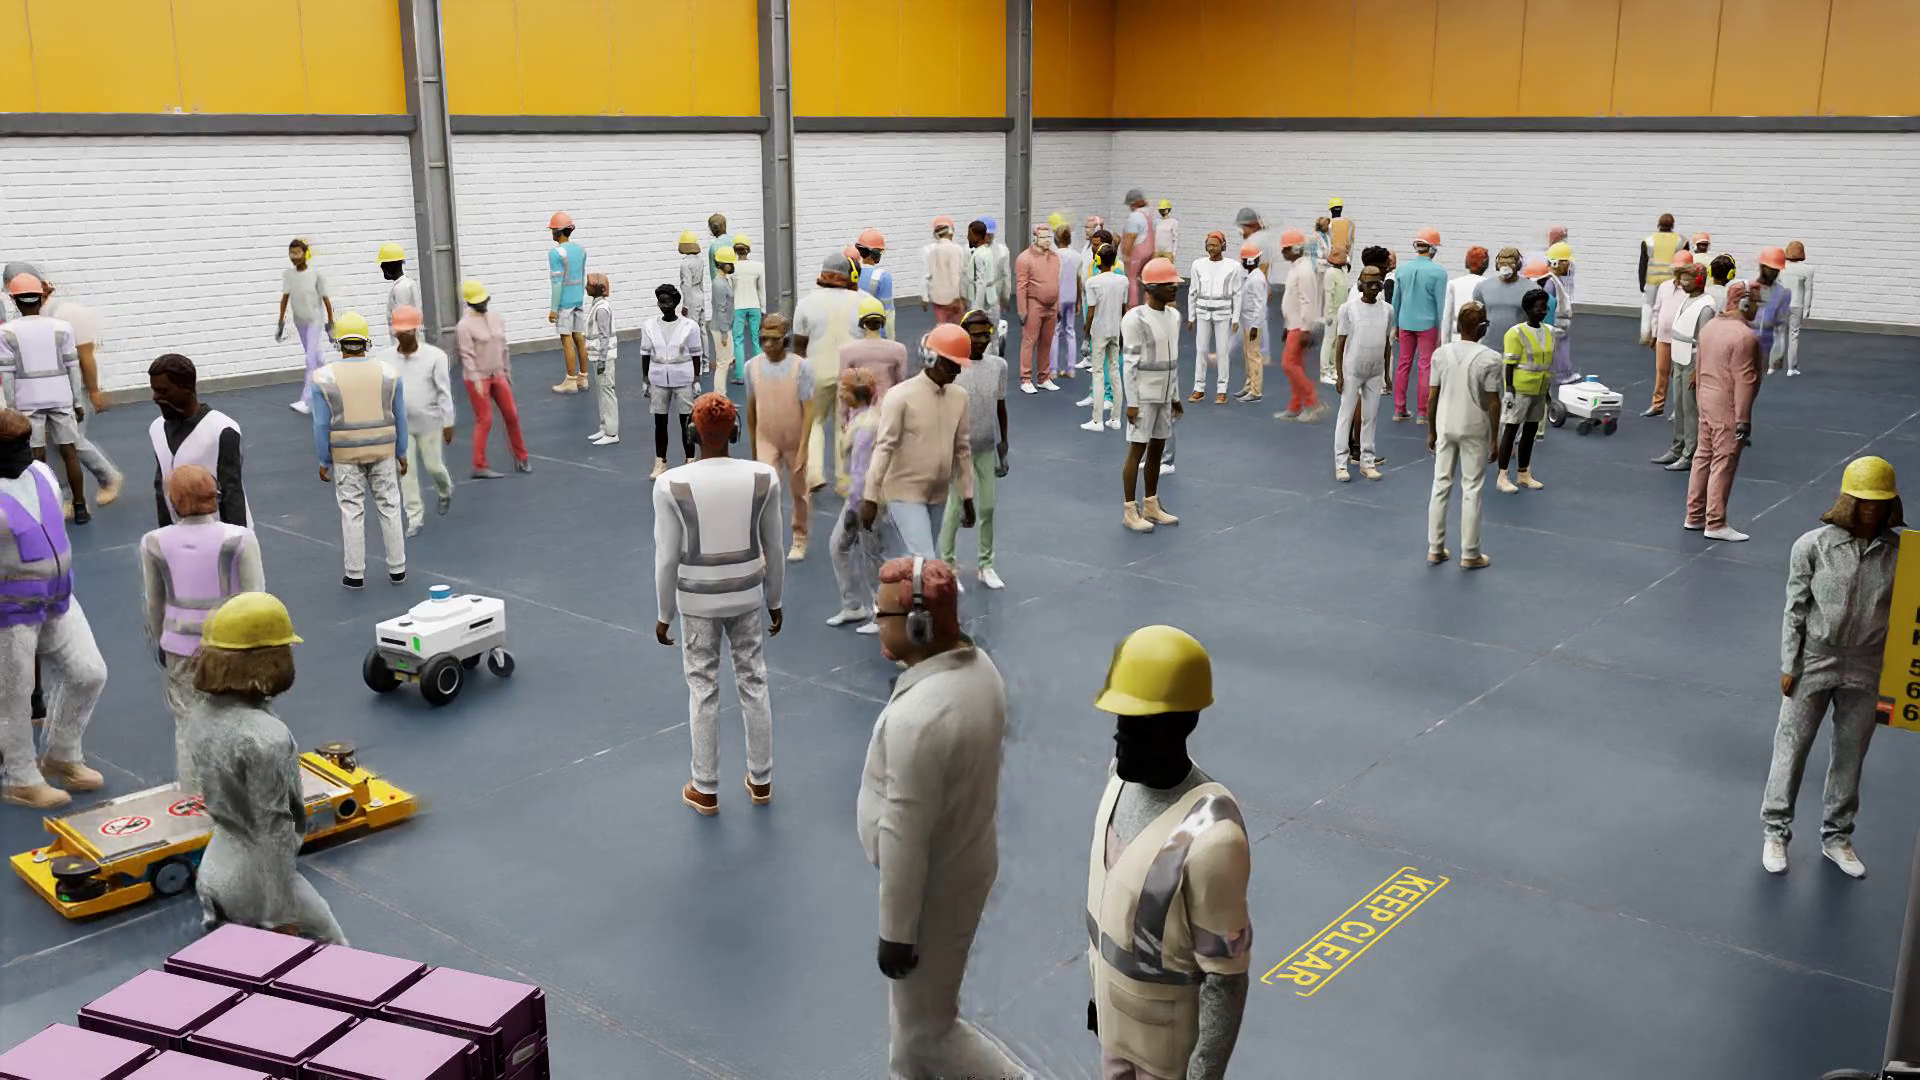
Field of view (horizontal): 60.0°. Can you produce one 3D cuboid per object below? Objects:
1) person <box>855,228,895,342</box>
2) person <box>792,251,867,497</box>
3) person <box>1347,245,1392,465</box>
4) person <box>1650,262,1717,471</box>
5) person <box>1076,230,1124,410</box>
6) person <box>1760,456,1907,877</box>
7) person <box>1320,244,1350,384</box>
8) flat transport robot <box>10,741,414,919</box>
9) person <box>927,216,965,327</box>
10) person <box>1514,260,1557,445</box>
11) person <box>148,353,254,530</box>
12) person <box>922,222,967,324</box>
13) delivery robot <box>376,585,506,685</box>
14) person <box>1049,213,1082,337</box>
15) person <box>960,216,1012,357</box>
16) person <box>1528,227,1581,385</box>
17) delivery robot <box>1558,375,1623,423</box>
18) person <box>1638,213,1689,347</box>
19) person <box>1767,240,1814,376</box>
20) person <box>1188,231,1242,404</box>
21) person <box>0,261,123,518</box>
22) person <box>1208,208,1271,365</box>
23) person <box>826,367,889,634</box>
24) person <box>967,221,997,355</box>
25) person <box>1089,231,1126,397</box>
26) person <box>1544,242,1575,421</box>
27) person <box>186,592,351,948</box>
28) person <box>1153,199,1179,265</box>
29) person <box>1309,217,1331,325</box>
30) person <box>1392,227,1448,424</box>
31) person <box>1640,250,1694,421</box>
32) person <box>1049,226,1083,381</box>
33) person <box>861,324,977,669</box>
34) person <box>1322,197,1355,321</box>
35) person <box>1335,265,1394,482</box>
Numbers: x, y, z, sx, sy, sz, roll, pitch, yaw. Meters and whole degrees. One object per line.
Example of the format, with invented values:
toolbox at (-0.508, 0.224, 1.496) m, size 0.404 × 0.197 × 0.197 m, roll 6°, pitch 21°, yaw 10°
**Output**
person at (-0.853, -1.962, 16.011) m, size 0.616 × 2.041 × 0.379 m, roll 10°, pitch 17°, yaw 35°
person at (-1.026, -1.371, 13.654) m, size 0.707 × 2.000 × 0.544 m, roll -3°, pitch 14°, yaw -11°
person at (3.661, -1.661, 14.978) m, size 0.361 × 1.955 × 0.613 m, roll -2°, pitch 14°, yaw -6°
person at (6.451, -1.526, 14.685) m, size 0.390 × 1.838 × 0.563 m, roll 1°, pitch 14°, yaw 4°
person at (1.534, -2.360, 17.852) m, size 0.392 × 1.919 × 0.593 m, roll -8°, pitch 16°, yaw -28°
person at (3.560, 0.517, 6.709) m, size 0.483 × 1.745 × 0.305 m, roll 2°, pitch 14°, yaw 8°
person at (4.447, -2.669, 19.660) m, size 0.278 × 1.636 × 0.505 m, roll 9°, pitch 17°, yaw 33°
flat transport robot at (-3.133, 1.185, 7.025) m, size 0.652 × 0.197 × 1.431 m, roll 13°, pitch 19°, yaw 42°
person at (-0.135, -2.878, 19.882) m, size 0.632 × 1.932 × 0.689 m, roll -13°, pitch 19°, yaw -41°
person at (5.454, -1.785, 15.889) m, size 0.341 × 1.750 × 0.566 m, roll 12°, pitch 18°, yaw 40°
person at (-3.856, -0.010, 8.496) m, size 0.602 × 1.906 × 0.411 m, roll 7°, pitch 16°, yaw 27°
person at (-0.156, -2.994, 20.472) m, size 0.605 × 1.877 × 0.527 m, roll -7°, pitch 16°, yaw -25°
delivery robot at (-2.813, 0.488, 9.045) m, size 0.477 × 0.478 × 0.707 m, roll 7°, pitch 16°, yaw 27°
person at (1.469, -3.765, 23.743) m, size 0.669 × 1.789 × 0.406 m, roll -9°, pitch 17°, yaw -33°
person at (0.307, -2.968, 20.262) m, size 0.685 × 1.936 × 0.465 m, roll -3°, pitch 14°, yaw -12°
person at (6.880, -2.699, 19.341) m, size 0.983 × 1.866 × 0.663 m, roll -9°, pitch 17°, yaw -32°
delivery robot at (6.287, -1.399, 16.586) m, size 0.477 × 0.478 × 0.707 m, roll -3°, pitch 14°, yaw -10°
person at (9.686, -3.583, 22.954) m, size 0.632 × 1.815 × 0.782 m, roll 6°, pitch 15°, yaw 21°
person at (10.097, -2.820, 20.263) m, size 0.502 × 1.636 × 0.280 m, roll 10°, pitch 17°, yaw 35°
person at (2.778, -2.430, 18.212) m, size 0.583 × 1.877 × 0.337 m, roll 6°, pitch 15°, yaw 23°
person at (-6.991, -1.174, 12.865) m, size 0.747 × 2.000 × 0.608 m, roll 5°, pitch 15°, yaw 19°
person at (3.530, -3.204, 20.977) m, size 0.990 × 2.000 × 0.685 m, roll 0°, pitch 14°, yaw 0°
person at (-0.632, -0.221, 9.899) m, size 0.562 × 1.616 × 0.531 m, roll -2°, pitch 14°, yaw -7°
person at (0.243, -2.777, 19.522) m, size 0.384 × 1.917 × 0.596 m, roll 1°, pitch 14°, yaw 5°
person at (1.682, -2.540, 18.720) m, size 0.345 × 1.847 × 0.504 m, roll -3°, pitch 14°, yaw -10°
person at (6.107, -2.155, 17.215) m, size 0.404 × 1.827 × 0.600 m, roll 6°, pitch 15°, yaw 23°
person at (-1.990, 0.997, 4.830) m, size 0.510 × 1.709 × 0.571 m, roll 11°, pitch 18°, yaw 38°
person at (3.470, -4.922, 28.401) m, size 0.523 × 1.769 × 0.309 m, roll 8°, pitch 16°, yaw 29°
person at (5.490, -4.114, 25.423) m, size 0.314 × 1.641 × 0.515 m, roll 12°, pitch 18°, yaw 39°
person at (4.718, -2.192, 17.030) m, size 0.402 × 1.990 × 0.618 m, roll -12°, pitch 19°, yaw -40°
person at (7.382, -2.111, 17.194) m, size 0.328 × 1.751 × 0.561 m, roll -9°, pitch 17°, yaw -32°
person at (1.225, -2.827, 19.895) m, size 0.524 × 1.833 × 0.339 m, roll -7°, pitch 16°, yaw -27°
person at (-0.168, -0.220, 9.249) m, size 0.750 × 1.941 × 0.694 m, roll 13°, pitch 19°, yaw 42°
person at (5.773, -4.306, 25.630) m, size 0.585 × 1.917 × 0.380 m, roll -4°, pitch 15°, yaw -15°
person at (3.459, -1.419, 14.242) m, size 0.504 × 1.847 × 0.345 m, roll -3°, pitch 14°, yaw -10°
